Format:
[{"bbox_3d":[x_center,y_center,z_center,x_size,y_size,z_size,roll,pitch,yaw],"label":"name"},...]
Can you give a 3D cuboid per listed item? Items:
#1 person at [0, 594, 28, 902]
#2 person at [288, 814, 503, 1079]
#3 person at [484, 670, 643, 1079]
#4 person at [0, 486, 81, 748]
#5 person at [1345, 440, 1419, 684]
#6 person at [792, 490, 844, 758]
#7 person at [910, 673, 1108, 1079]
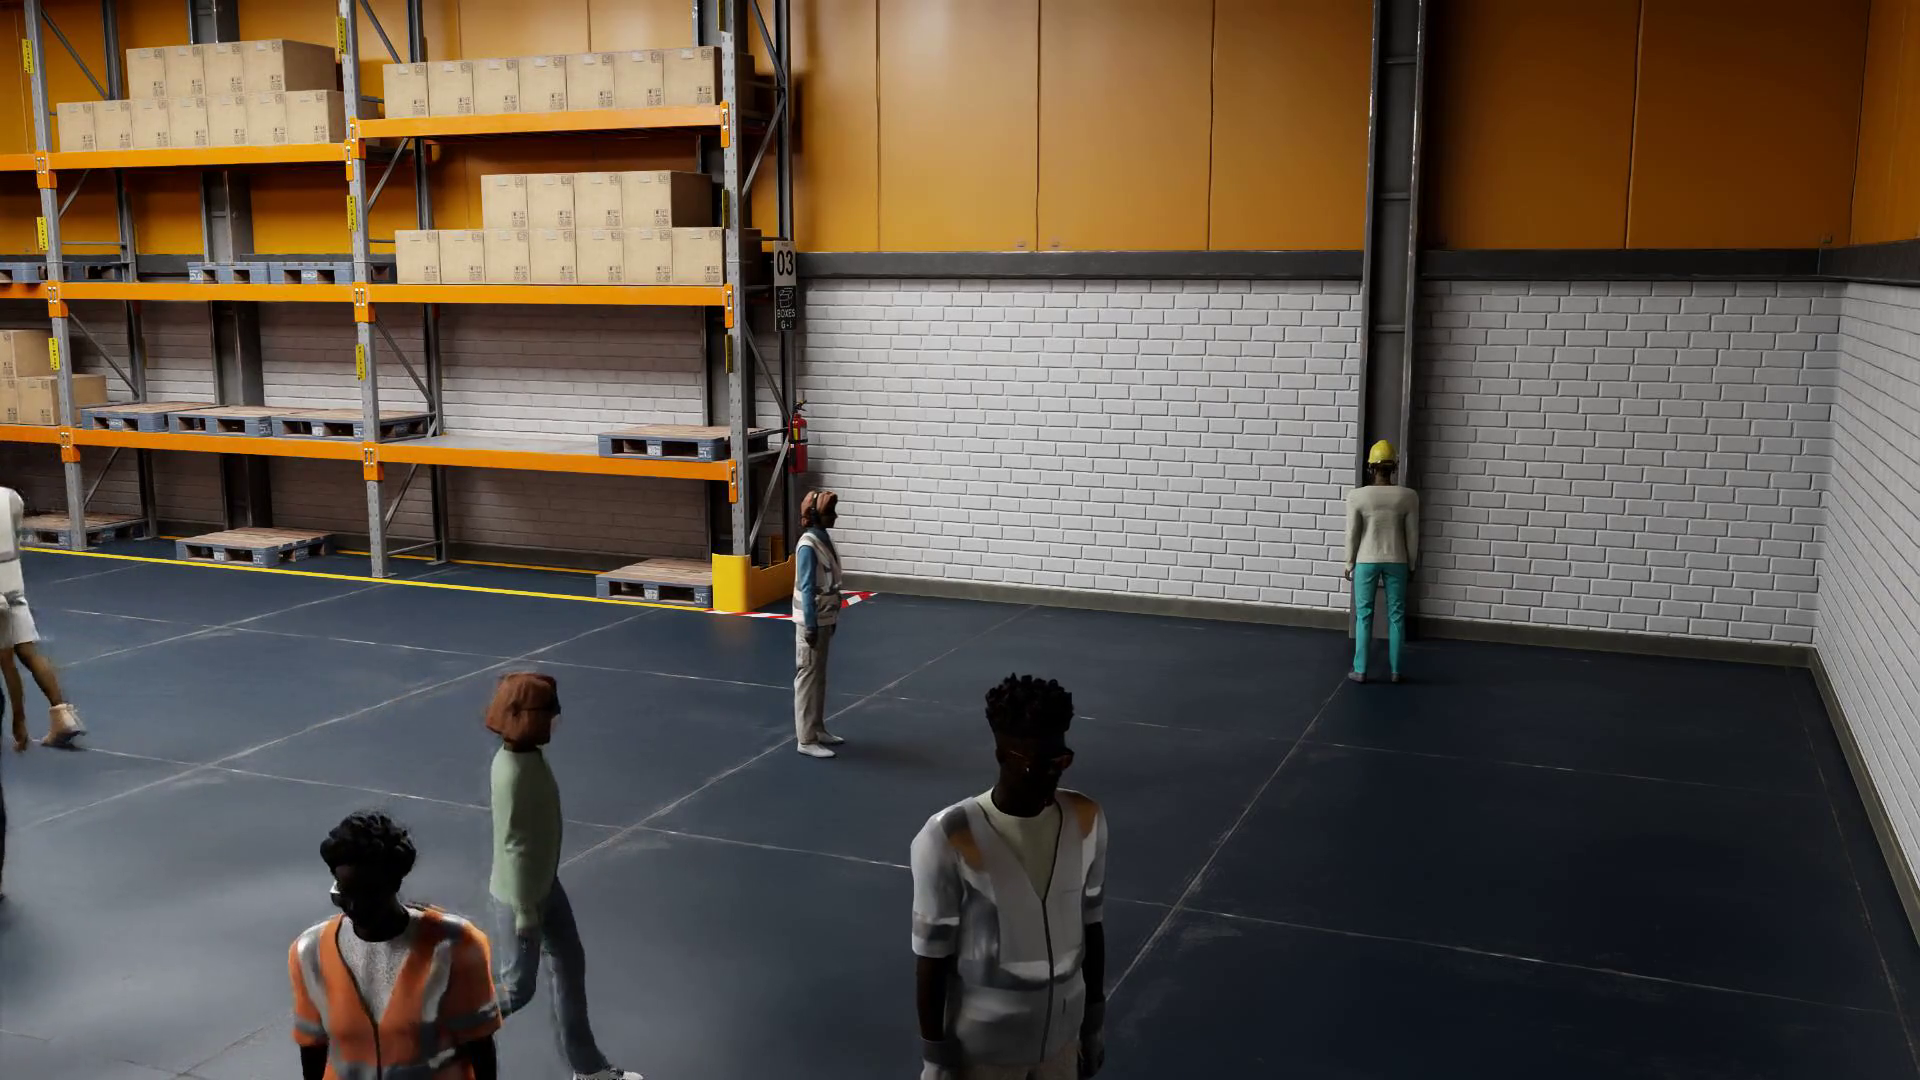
[{"bbox_3d":[-4.593,0.852,7.677,0.527,1.819,0.646,-9,13,-44],"label":"person"},{"bbox_3d":[-1.436,1.466,4.365,0.549,1.672,0.571,0,9,-1],"label":"person"},{"bbox_3d":[-1.566,1.245,5.911,0.756,1.608,0.513,-1,9,-4],"label":"person"},{"bbox_3d":[-6.013,0.331,10.353,1.091,1.989,0.611,5,10,26],"label":"person"},{"bbox_3d":[3.022,0.166,11.956,0.525,1.772,0.301,1,9,4],"label":"person"},{"bbox_3d":[-0.881,0.506,10.283,0.315,1.641,0.514,1,9,8],"label":"person"},{"bbox_3d":[0.148,1.308,4.479,0.606,1.959,0.370,-5,11,-30],"label":"person"}]
